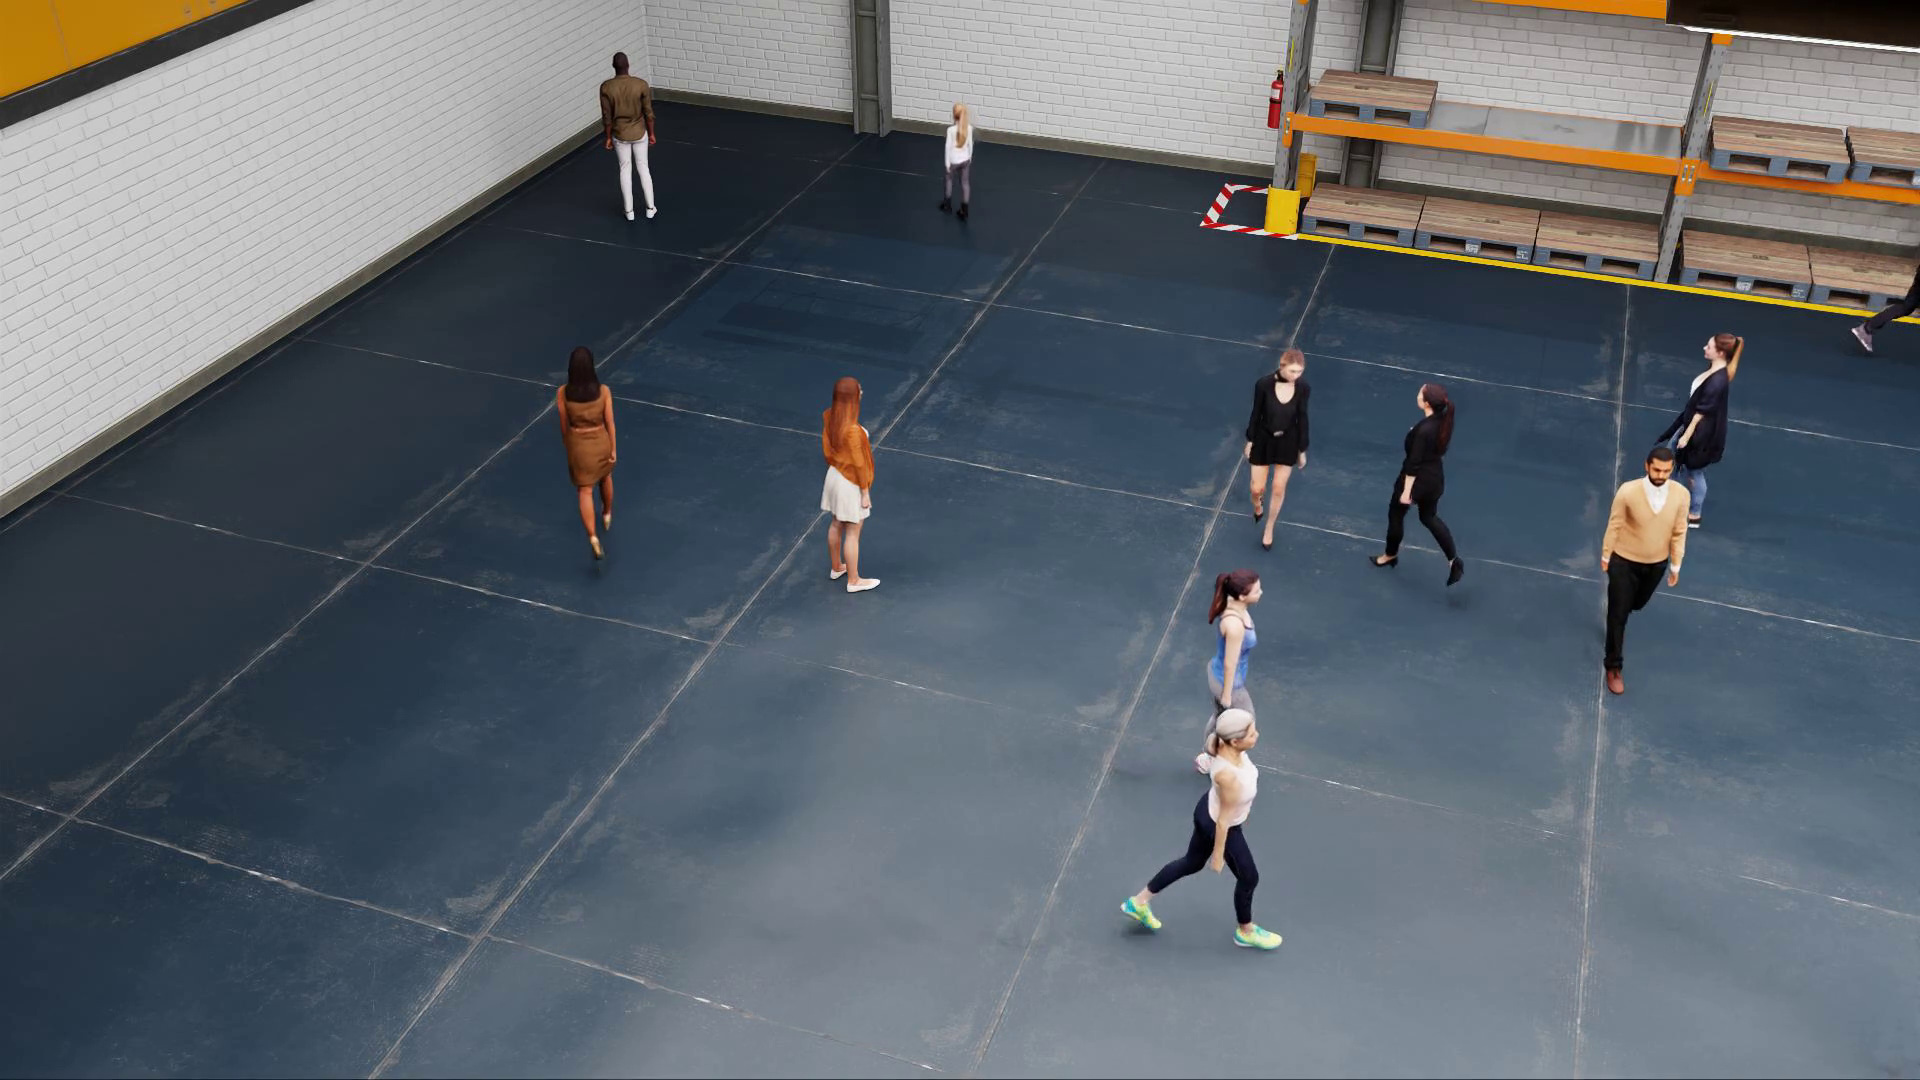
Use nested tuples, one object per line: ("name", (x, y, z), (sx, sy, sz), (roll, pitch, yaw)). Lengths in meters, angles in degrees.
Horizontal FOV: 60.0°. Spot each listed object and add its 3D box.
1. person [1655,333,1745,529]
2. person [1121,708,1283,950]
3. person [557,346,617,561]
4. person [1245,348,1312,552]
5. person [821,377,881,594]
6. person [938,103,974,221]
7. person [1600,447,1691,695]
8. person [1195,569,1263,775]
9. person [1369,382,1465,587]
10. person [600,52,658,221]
("person", (5.791, -0.805, 12.789), (0.719, 1.670, 0.631), (13, 36, 19))
("person", (1.339, 1.598, 9.179), (1.216, 1.662, 0.832), (2, 34, 3))
("person", (-2.786, -0.621, 12.523), (1.043, 1.656, 1.003), (-9, 35, -13))
("person", (2.385, -0.728, 12.603), (0.726, 1.746, 0.782), (2, 34, 3))
("person", (-0.834, -0.412, 12.151), (0.779, 1.721, 0.680), (-23, 40, -30))
("person", (0.011, -4.103, 18.114), (0.741, 1.266, 0.803), (-15, 36, -21))
("person", (4.632, 0.099, 11.363), (1.152, 1.741, 0.942), (1, 34, 2))
("person", (1.601, 0.857, 10.352), (0.650, 1.599, 0.642), (3, 34, 5))
("person", (3.435, -0.365, 12.156), (0.914, 1.637, 1.100), (-26, 41, -33))
("person", (-3.580, -4.375, 18.019), (0.733, 1.825, 0.865), (-7, 34, -11))
